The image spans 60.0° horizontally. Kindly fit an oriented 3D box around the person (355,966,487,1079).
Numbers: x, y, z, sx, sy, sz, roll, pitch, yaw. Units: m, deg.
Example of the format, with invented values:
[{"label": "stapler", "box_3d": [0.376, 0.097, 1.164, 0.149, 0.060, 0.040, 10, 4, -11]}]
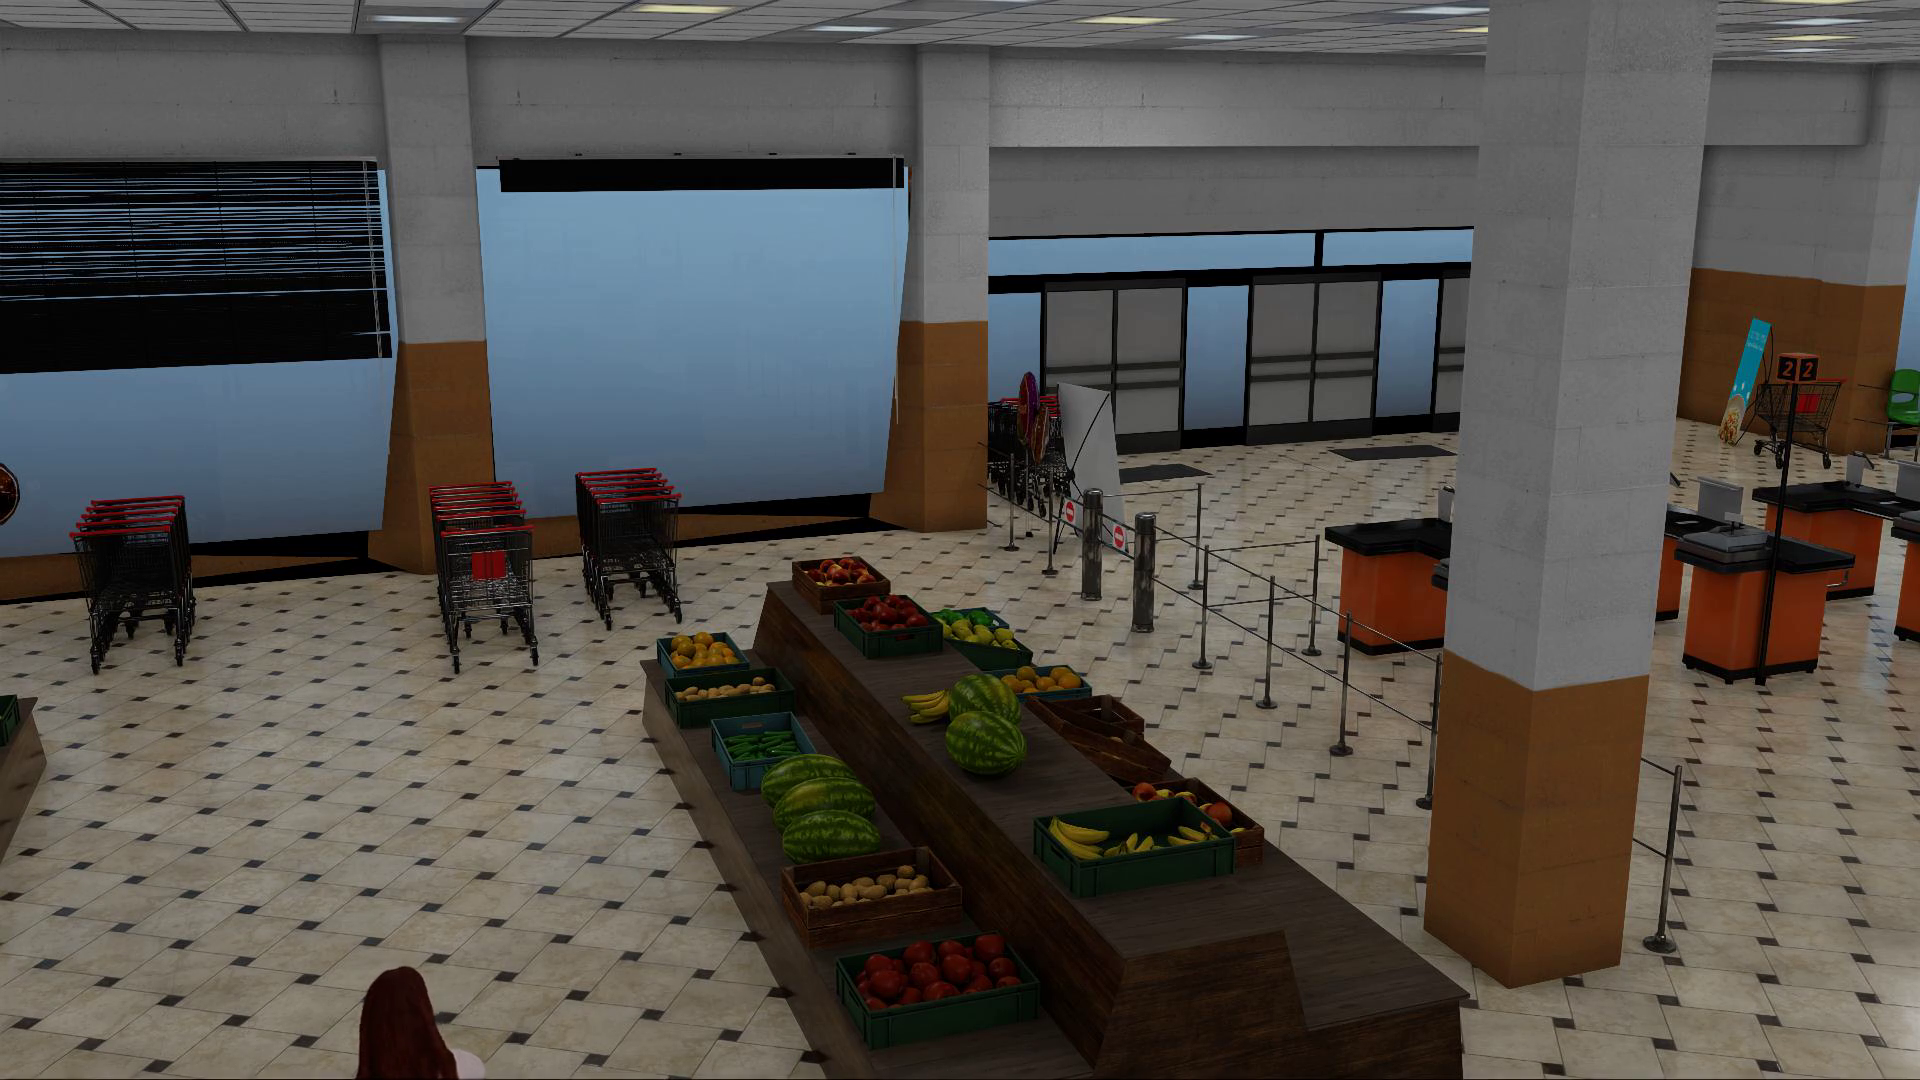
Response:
[{"label": "person", "box_3d": [-1.606, 2.104, 4.989, 0.650, 1.760, 0.591, -10, 17, -36]}]
